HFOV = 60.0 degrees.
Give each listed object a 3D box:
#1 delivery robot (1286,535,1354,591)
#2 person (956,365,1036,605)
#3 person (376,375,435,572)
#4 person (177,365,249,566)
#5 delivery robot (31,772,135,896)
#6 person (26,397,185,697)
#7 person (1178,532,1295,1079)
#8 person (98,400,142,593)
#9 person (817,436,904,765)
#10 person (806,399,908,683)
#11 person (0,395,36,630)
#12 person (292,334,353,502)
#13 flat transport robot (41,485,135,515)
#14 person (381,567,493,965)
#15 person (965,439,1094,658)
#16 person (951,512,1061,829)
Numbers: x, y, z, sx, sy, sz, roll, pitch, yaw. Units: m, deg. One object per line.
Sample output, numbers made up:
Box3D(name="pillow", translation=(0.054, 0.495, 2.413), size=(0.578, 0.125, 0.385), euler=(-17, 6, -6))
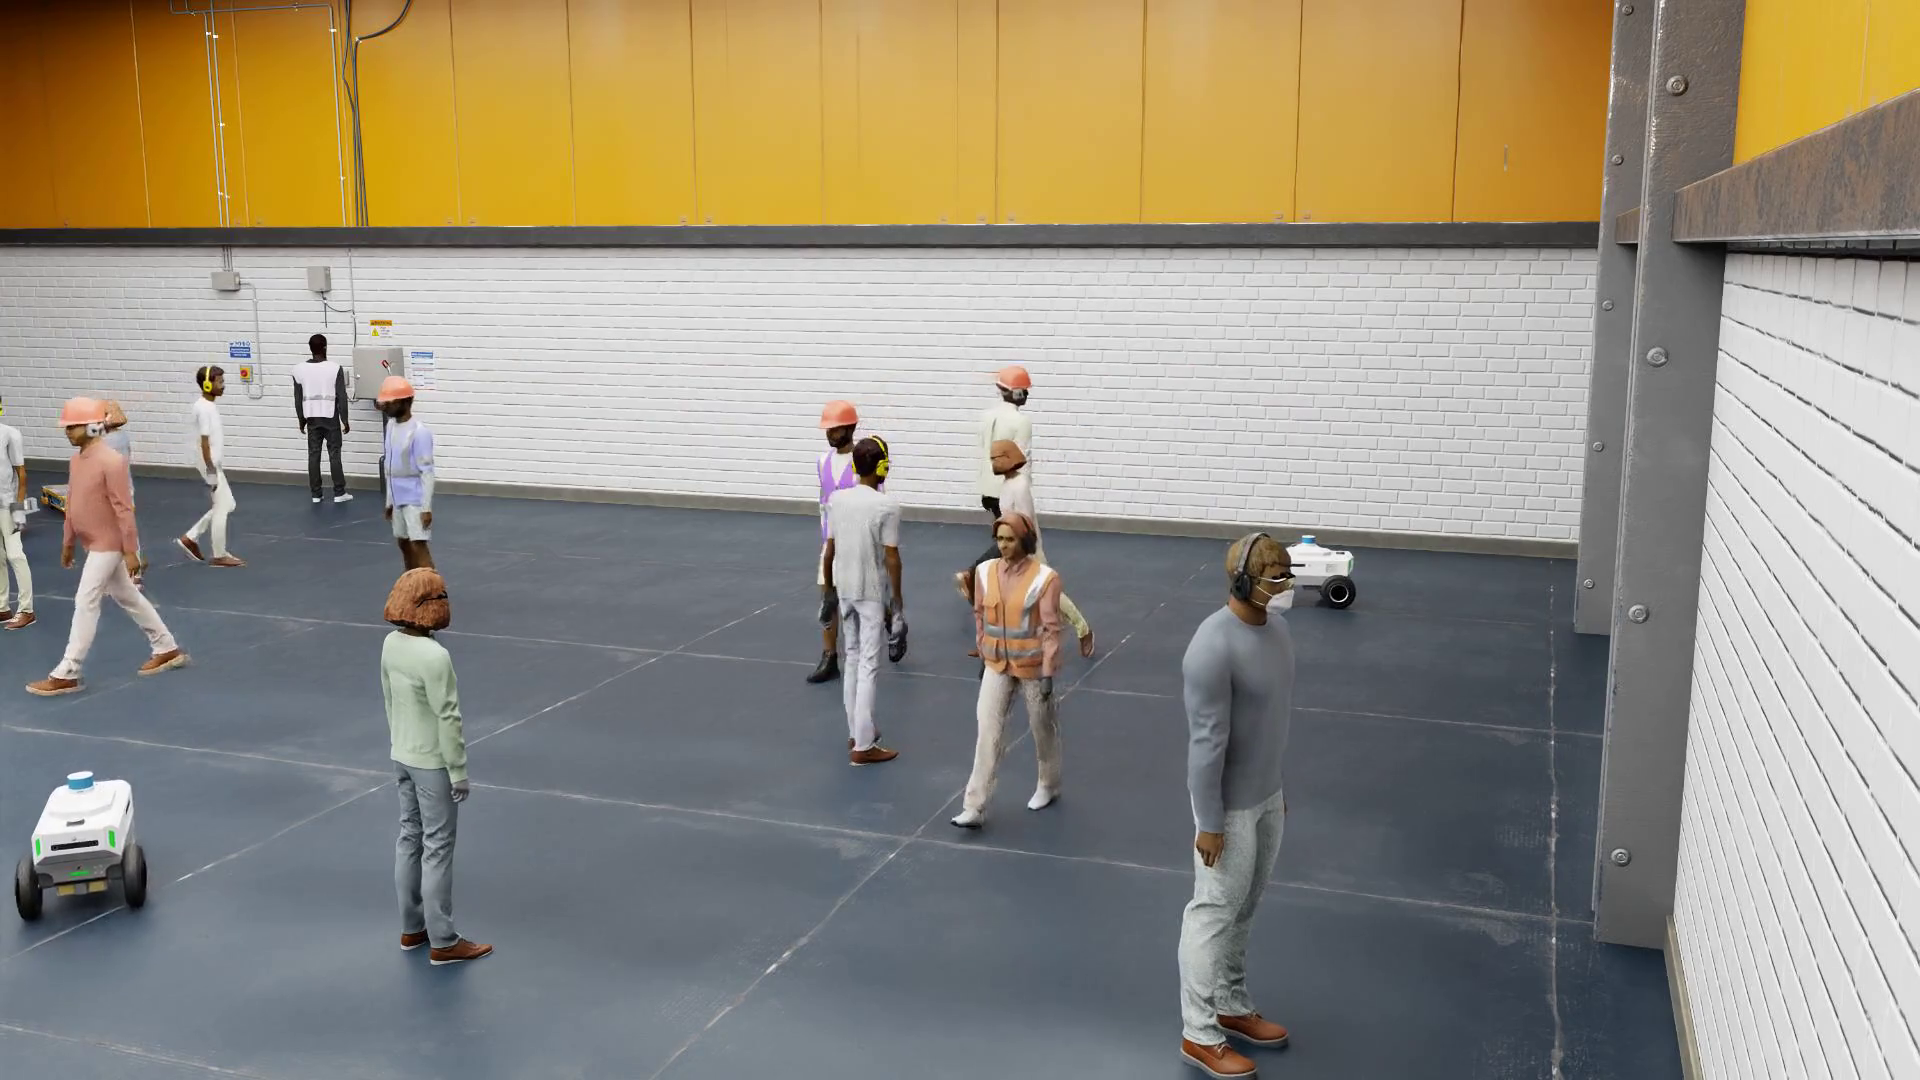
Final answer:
Box3D(name="delivery robot", translation=(2.838, 0.205, 13.583), size=(0.707, 0.478, 0.477), euler=(1, 10, 7))
Box3D(name="person", translation=(0.295, -0.406, 13.299), size=(0.741, 1.971, 0.632), euler=(-6, 12, -31))
Box3D(name="person", translation=(-4.330, -0.332, 13.022), size=(0.549, 1.935, 0.373), euler=(9, 13, 41))
Box3D(name="person", translation=(-6.811, -0.659, 15.072), size=(0.487, 1.849, 0.549), euler=(-3, 11, -18))
Box3D(name="delivery robot", translation=(-3.940, 1.288, 7.487), size=(0.477, 0.478, 0.707), euler=(-4, 11, -21))
Box3D(name="person", translation=(-5.714, 0.011, 11.055), size=(0.644, 1.942, 1.043), euler=(9, 14, 42))
Box3D(name="person", translation=(0.994, 0.924, 5.909), size=(0.355, 1.936, 0.635), euler=(7, 12, 33))
Box3D(name="person", translation=(-7.131, -0.368, 14.041), size=(0.285, 1.633, 0.498), euler=(-2, 10, -8))
Box3D(name="person", translation=(-0.516, 0.339, 9.505), size=(0.575, 1.841, 0.618), euler=(7, 12, 34))
Box3D(name="person", translation=(-0.706, -0.014, 11.283), size=(0.553, 1.912, 0.822), euler=(7, 12, 34))
Box3D(name="person", translation=(-7.351, -0.240, 12.697), size=(0.510, 1.857, 0.329), euler=(3, 11, 19))
Box3D(name="person", translation=(-7.254, -1.378, 18.921), size=(0.587, 1.920, 0.390), euler=(0, 10, -1))
Box3D(name="flat transport robot", translation=(-9.680, -0.467, 18.434), size=(0.652, 0.197, 1.431), euler=(-8, 13, -38))
Box3D(name="person", translation=(-2.170, 0.917, 6.805), size=(0.499, 1.633, 0.286), euler=(10, 14, 43))
Box3D(name="person", translation=(0.522, 0.063, 11.774), size=(0.886, 1.578, 0.530), euler=(-3, 10, -16))
Box3D(name="person", translation=(0.272, 0.652, 8.387), size=(0.538, 1.585, 0.851), euler=(6, 12, 31))
